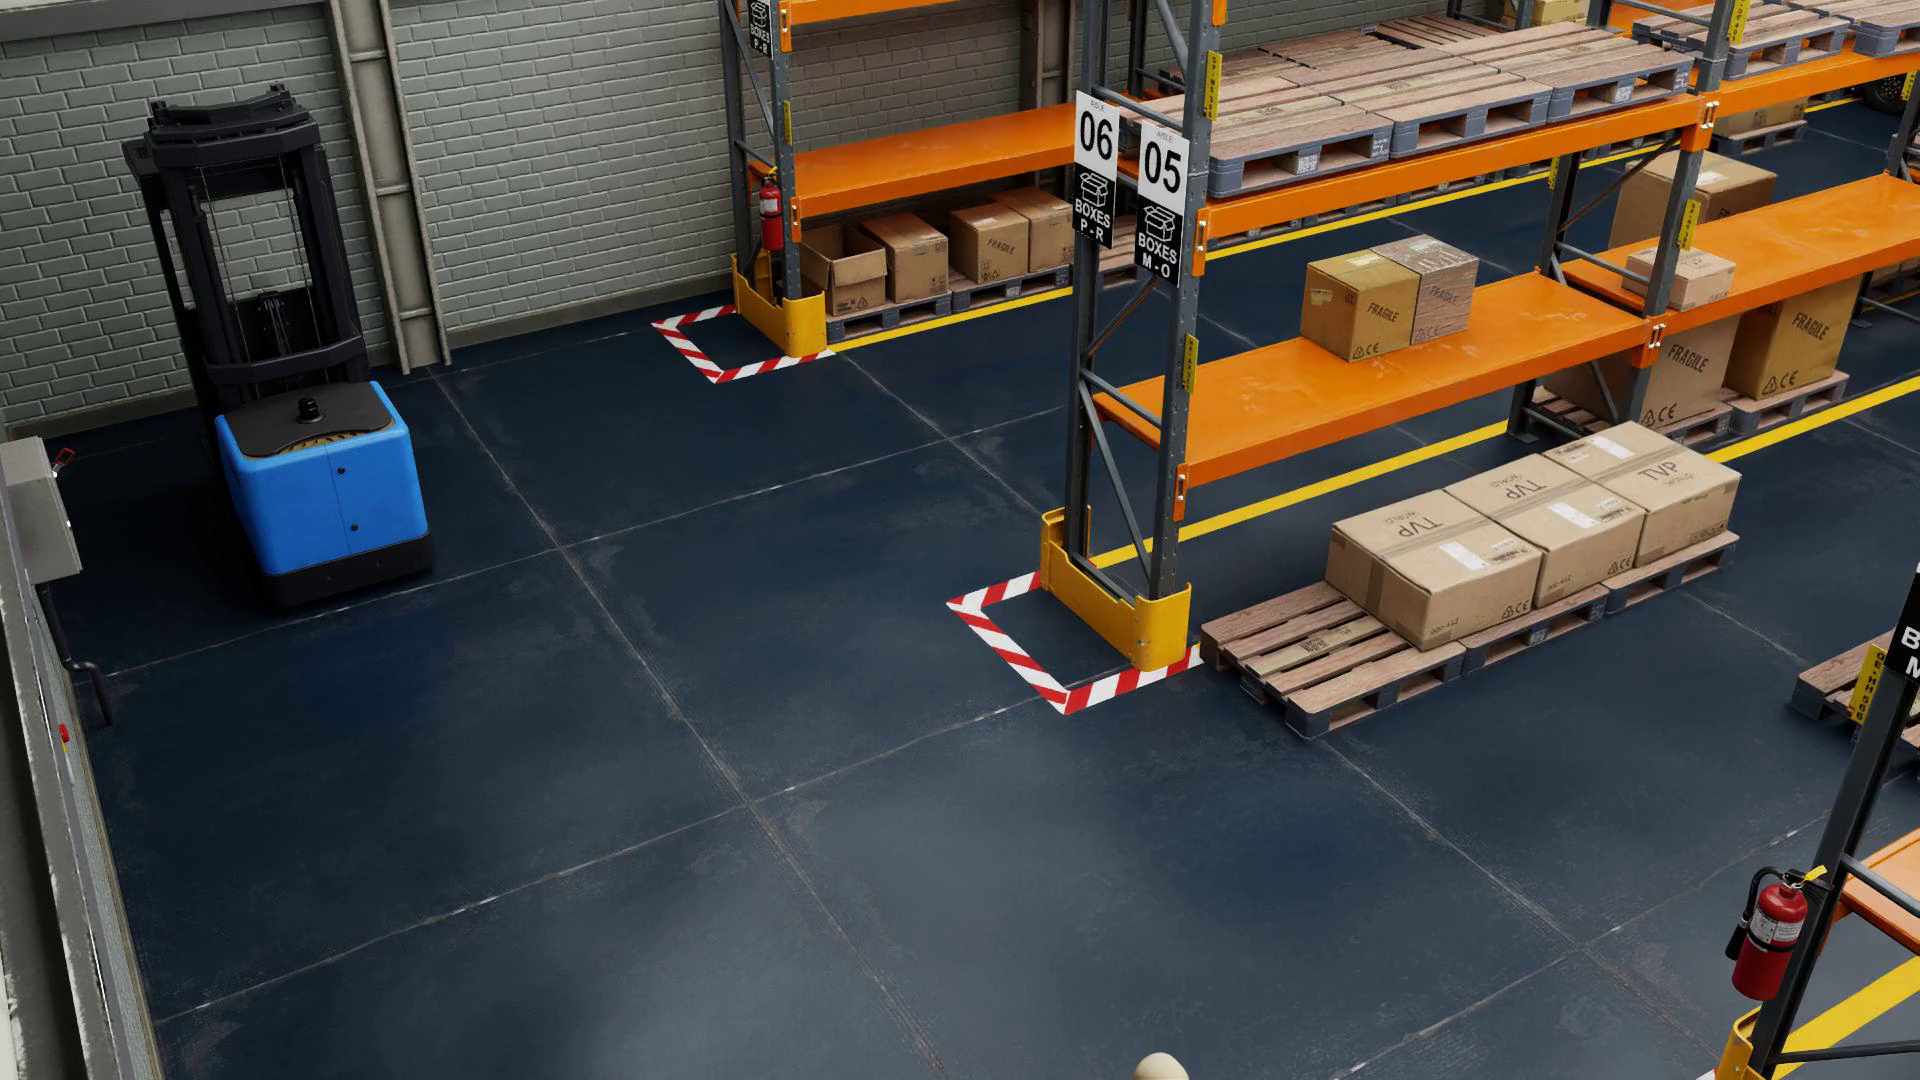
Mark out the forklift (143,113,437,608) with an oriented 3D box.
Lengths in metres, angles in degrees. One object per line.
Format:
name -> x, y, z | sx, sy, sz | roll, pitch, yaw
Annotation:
forklift -> -4.289, -1.259, 10.509 | 1.129, 2.768, 1.873 | -17, 36, -26

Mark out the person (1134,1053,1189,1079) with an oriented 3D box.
person -> 0.618, 2.375, 5.645 | 0.605, 1.798, 0.382 | -14, 34, -21

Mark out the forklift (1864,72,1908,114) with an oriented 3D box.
forklift -> 11.468, -5.645, 18.244 | 1.214, 2.155, 2.313 | -17, 36, -26
